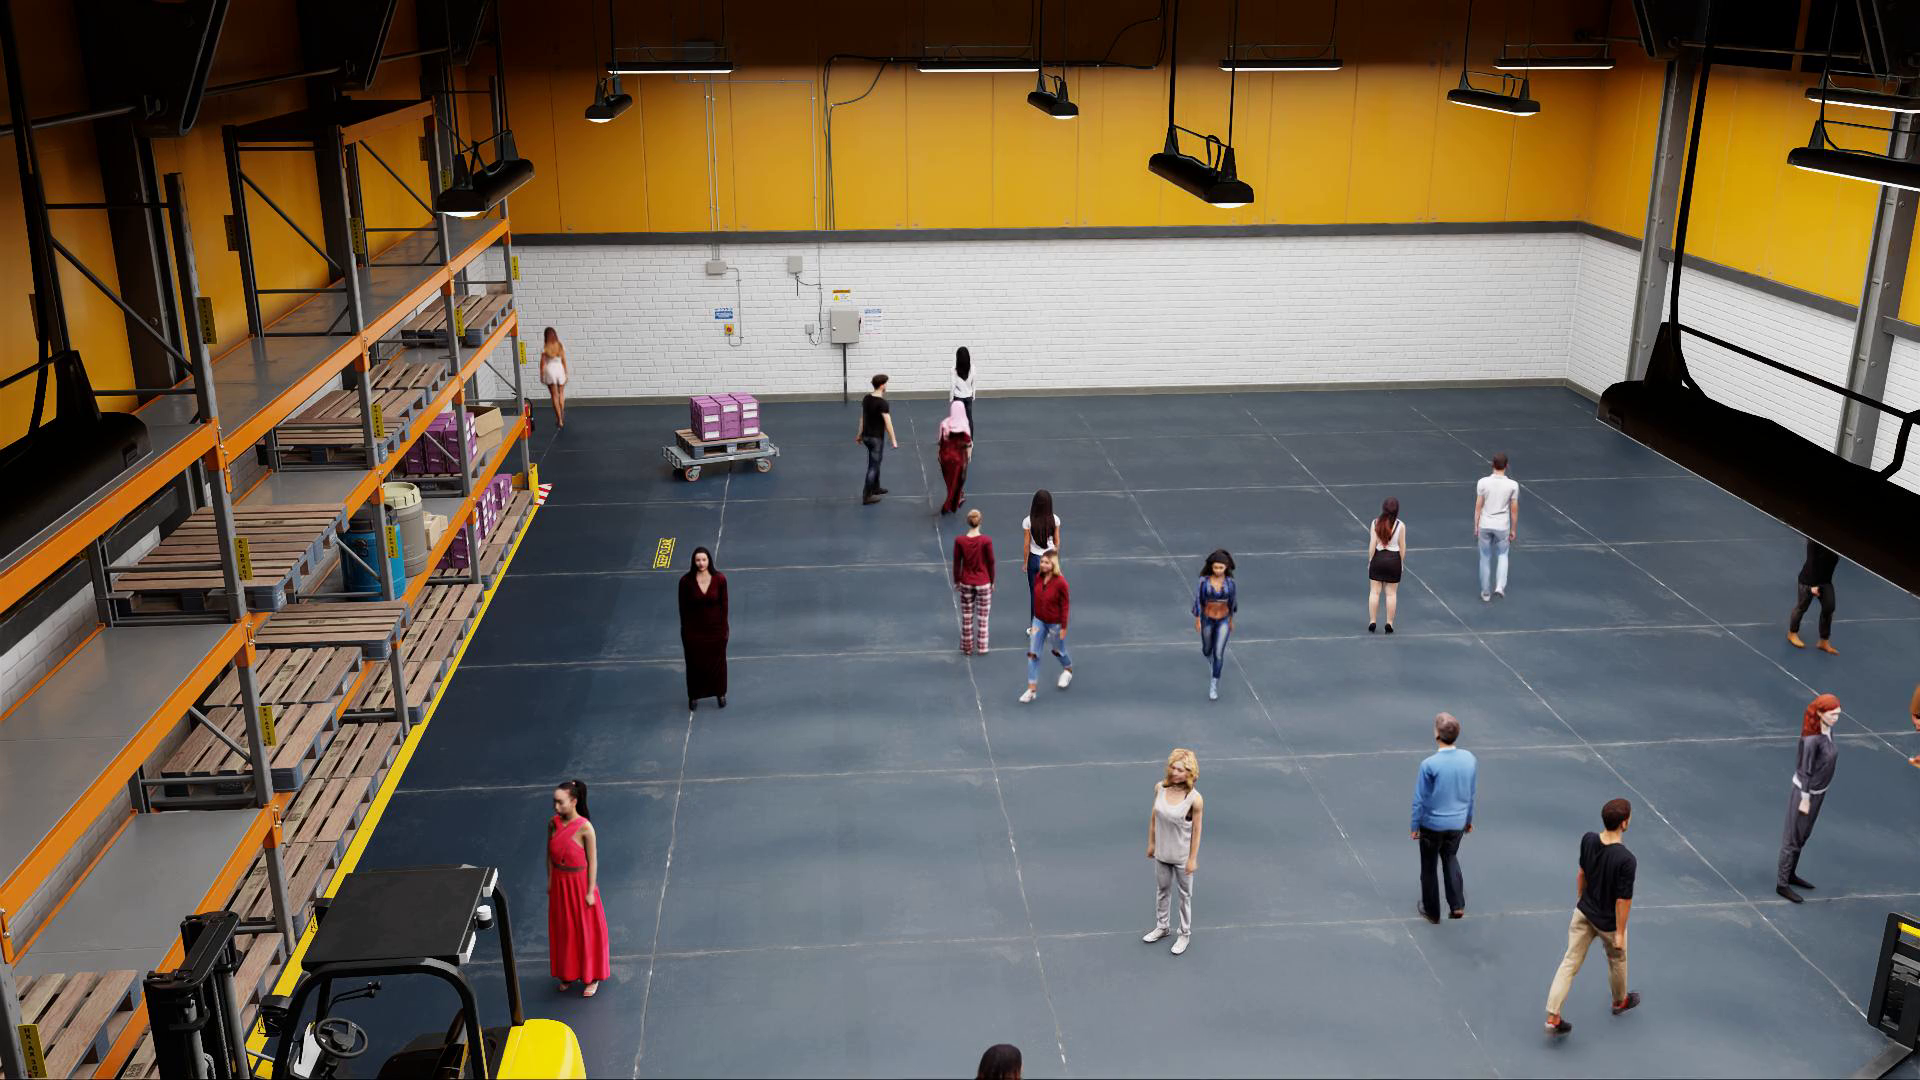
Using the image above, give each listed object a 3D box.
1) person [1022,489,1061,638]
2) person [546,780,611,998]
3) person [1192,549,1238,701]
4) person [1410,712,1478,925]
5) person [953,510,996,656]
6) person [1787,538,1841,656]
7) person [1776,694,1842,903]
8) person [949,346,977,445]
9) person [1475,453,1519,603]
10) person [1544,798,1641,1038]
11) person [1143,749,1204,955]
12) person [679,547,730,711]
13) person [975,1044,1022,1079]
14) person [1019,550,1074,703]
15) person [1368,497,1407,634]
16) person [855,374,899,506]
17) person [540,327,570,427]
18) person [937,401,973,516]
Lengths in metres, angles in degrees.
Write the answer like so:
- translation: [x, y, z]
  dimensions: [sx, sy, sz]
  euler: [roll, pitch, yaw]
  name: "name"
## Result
- translation: [0.947, 0.272, 19.051]
  dimensions: [0.612, 1.774, 0.546]
  euler: [-4, 19, -11]
  name: "person"
- translation: [-2.853, 2.569, 12.302]
  dimensions: [0.706, 1.728, 0.719]
  euler: [8, 20, 22]
  name: "person"
- translation: [2.705, 0.852, 17.613]
  dimensions: [0.783, 1.592, 1.075]
  euler: [3, 19, 8]
  name: "person"
- translation: [3.861, 2.245, 13.140]
  dimensions: [0.744, 1.808, 0.792]
  euler: [-4, 19, -13]
  name: "person"
- translation: [0.171, 0.465, 18.587]
  dimensions: [0.657, 1.705, 0.581]
  euler: [3, 19, 9]
  name: "person"
- translation: [9.616, 0.404, 18.781]
  dimensions: [0.707, 1.696, 0.887]
  euler: [-3, 19, -10]
  name: "person"
- translation: [6.965, 2.084, 13.658]
  dimensions: [0.696, 1.782, 0.649]
  euler: [17, 25, 41]
  name: "person"
- translation: [0.040, -2.292, 26.784]
  dimensions: [0.693, 1.698, 0.685]
  euler: [-9, 21, -26]
  name: "person"
- translation: [6.447, -0.115, 20.096]
  dimensions: [0.760, 1.840, 0.824]
  euler: [5, 19, 15]
  name: "person"
- translation: [4.461, 2.711, 11.755]
  dimensions: [1.097, 1.808, 1.226]
  euler: [-11, 22, -30]
  name: "person"
- translation: [1.681, 2.392, 12.918]
  dimensions: [0.670, 1.670, 0.728]
  euler: [15, 24, 37]
  name: "person"
- translation: [-2.645, 0.903, 17.205]
  dimensions: [0.691, 1.757, 0.641]
  euler: [-4, 19, -12]
  name: "person"
- translation: [0.230, 3.579, 9.317]
  dimensions: [0.817, 1.720, 0.632]
  euler: [-7, 20, -20]
  name: "person"
- translation: [0.992, 0.878, 17.535]
  dimensions: [1.040, 1.593, 1.149]
  euler: [12, 22, 33]
  name: "person"
- translation: [4.913, 0.288, 19.200]
  dimensions: [0.616, 1.648, 0.614]
  euler: [5, 19, 15]
  name: "person"
- translation: [-1.315, -1.434, 23.967]
  dimensions: [1.030, 1.870, 0.972]
  euler: [-15, 24, -38]
  name: "person"
- translation: [-6.845, -2.757, 28.188]
  dimensions: [0.804, 1.682, 0.936]
  euler: [-10, 21, -28]
  name: "person"
- translation: [-0.126, -1.119, 23.476]
  dimensions: [0.913, 1.585, 1.034]
  euler: [9, 21, 25]
  name: "person"
